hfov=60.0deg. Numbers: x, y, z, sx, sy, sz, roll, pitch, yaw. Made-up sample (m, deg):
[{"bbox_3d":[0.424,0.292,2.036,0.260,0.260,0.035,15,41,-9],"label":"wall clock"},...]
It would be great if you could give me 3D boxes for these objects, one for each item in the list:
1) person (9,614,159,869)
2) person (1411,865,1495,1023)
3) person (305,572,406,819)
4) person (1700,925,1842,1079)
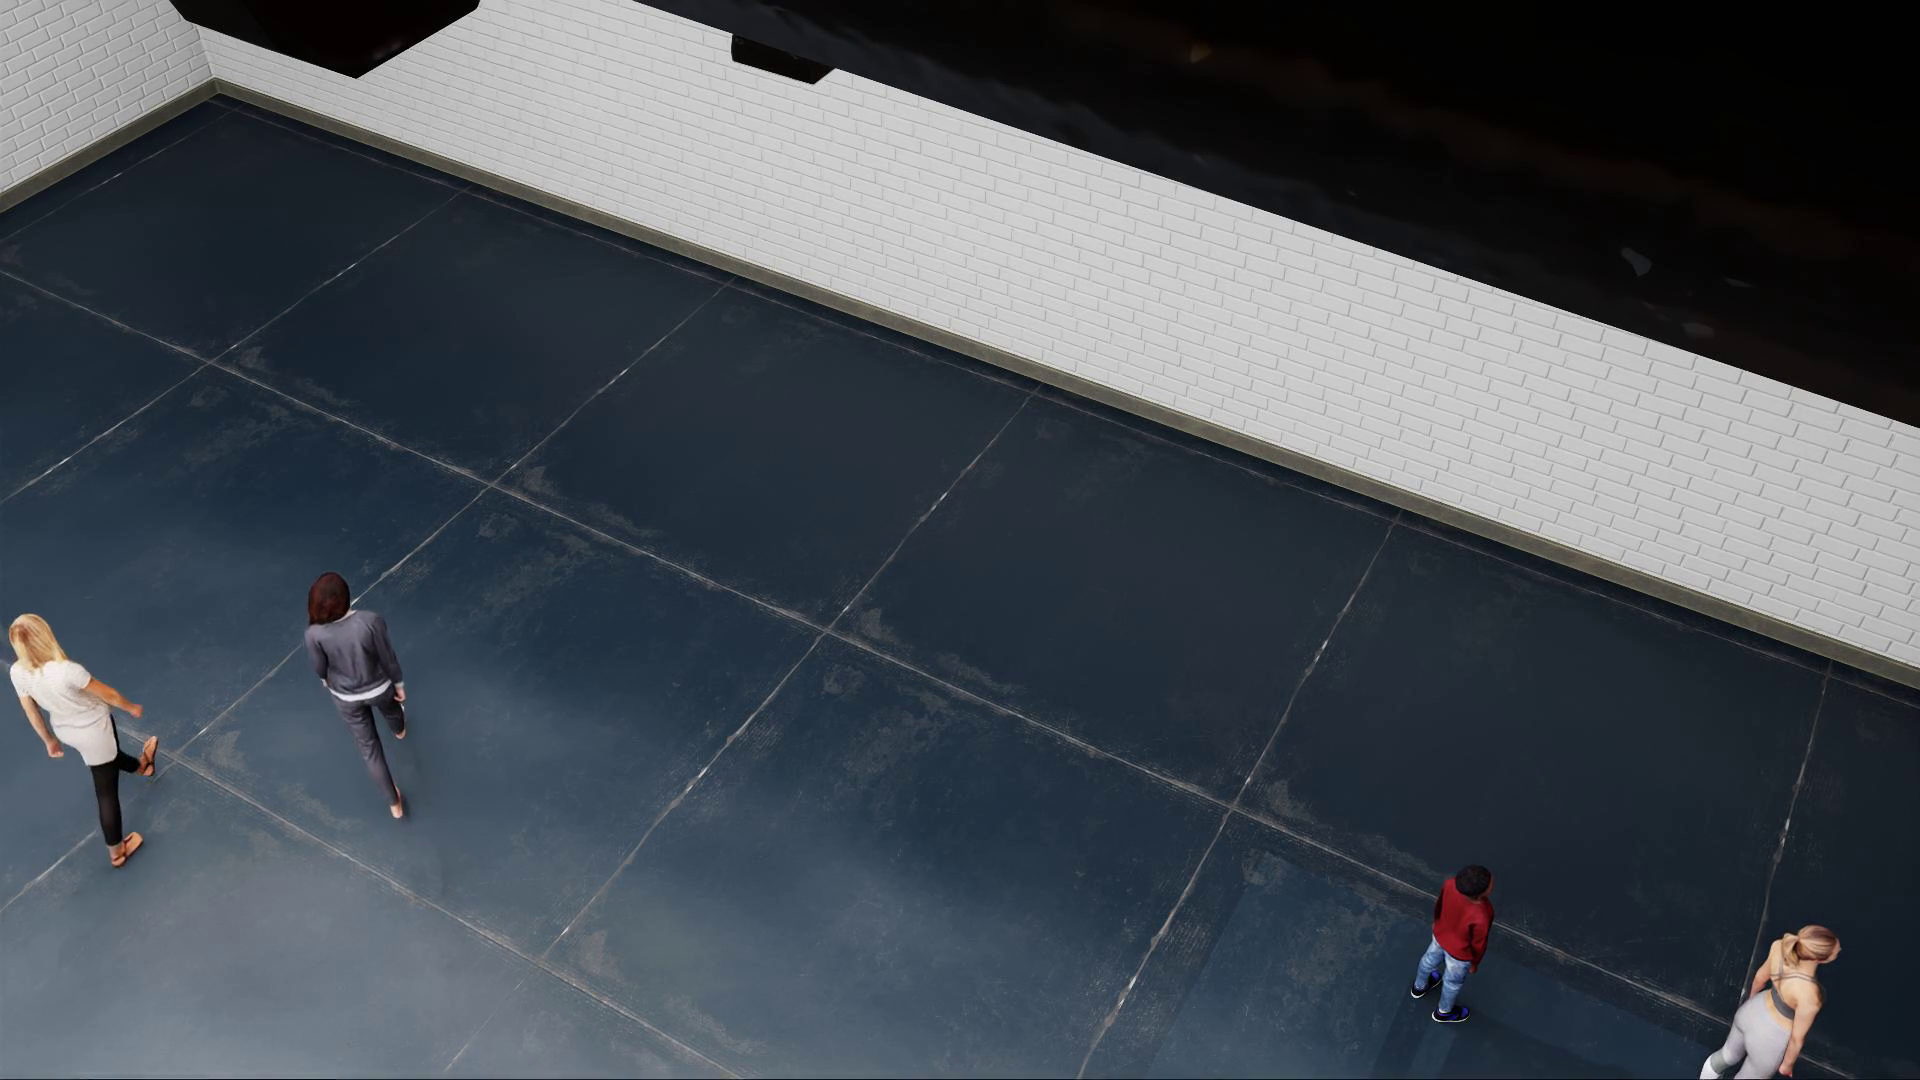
[{"bbox_3d":[-5.006,1.180,9.489,0.913,1.785,1.192,4,44,4],"label":"person"},{"bbox_3d":[2.647,2.131,8.875,0.621,1.256,0.585,-19,47,-19],"label":"person"},{"bbox_3d":[-3.498,0.941,9.787,1.114,1.720,1.111,-15,46,-15],"label":"person"},{"bbox_3d":[3.981,2.430,8.236,0.725,1.702,0.644,-4,44,-4],"label":"person"}]
